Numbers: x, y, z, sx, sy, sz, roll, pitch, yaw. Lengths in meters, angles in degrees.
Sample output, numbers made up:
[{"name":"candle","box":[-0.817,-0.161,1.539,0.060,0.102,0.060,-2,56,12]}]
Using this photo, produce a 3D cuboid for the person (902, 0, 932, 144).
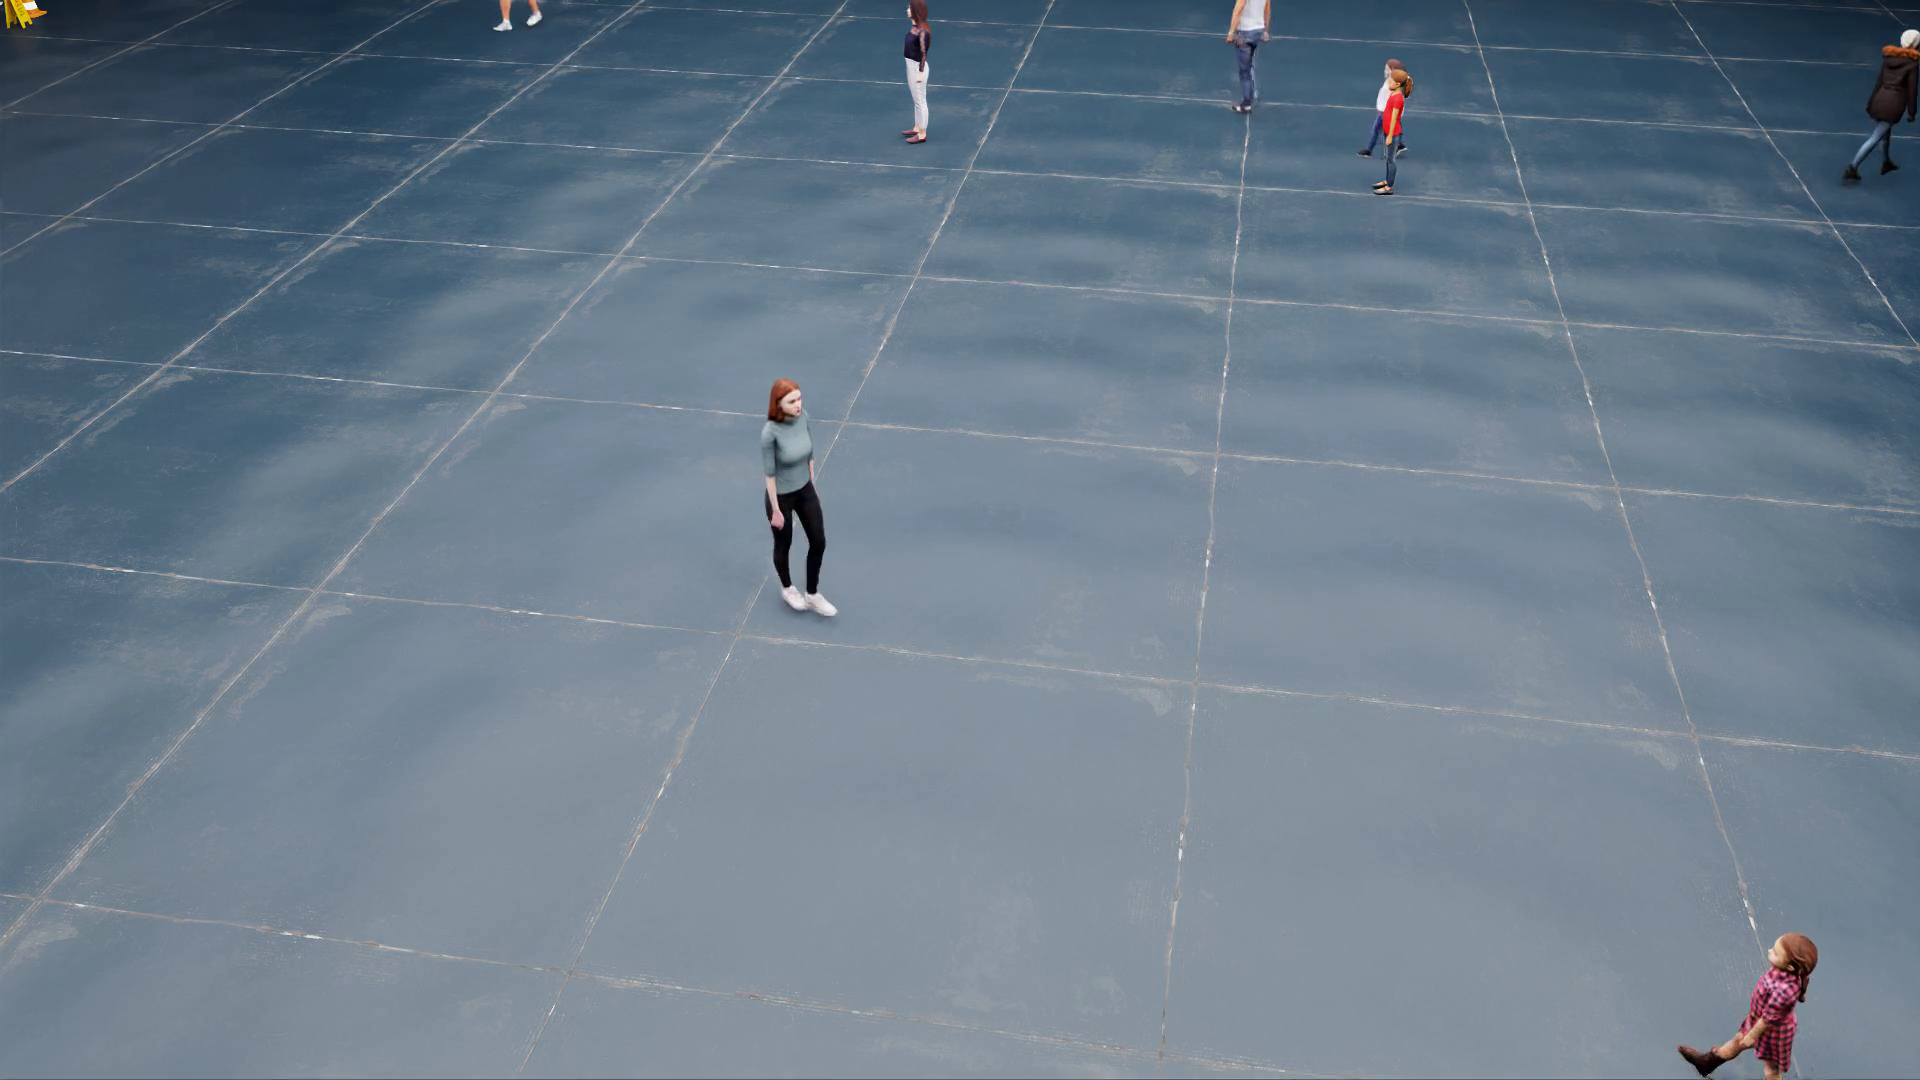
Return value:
[{"name":"person","box":[-0.496,-5.331,18.884,0.654,1.608,0.667,-5,33,-9]}]

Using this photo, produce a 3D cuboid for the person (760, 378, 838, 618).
[{"name":"person","box":[-1.152,-0.294,10.786,0.793,1.729,0.858,-27,41,-36]}]

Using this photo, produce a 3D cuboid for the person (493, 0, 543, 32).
[{"name":"person","box":[-6.089,-7.979,22.874,1.100,1.829,1.016,18,37,27]}]

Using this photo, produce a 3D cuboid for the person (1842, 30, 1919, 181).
[{"name":"person","box":[9.849,-4.595,17.728,1.154,1.596,0.967,-10,34,-16]}]

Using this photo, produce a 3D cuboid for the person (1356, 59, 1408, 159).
[{"name":"person","box":[4.795,-4.791,18.513,0.809,1.090,0.495,2,32,3]}]

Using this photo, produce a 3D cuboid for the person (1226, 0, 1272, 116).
[{"name":"person","box":[3.489,-5.952,19.637,0.764,1.854,0.815,-23,39,-32]}]

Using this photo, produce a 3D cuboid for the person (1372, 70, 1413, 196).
[{"name":"person","box":[4.566,-4.304,17.539,0.504,1.307,0.485,1,32,2]}]

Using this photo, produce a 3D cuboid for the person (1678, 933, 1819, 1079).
[{"name":"person","box":[3.716,2.198,7.512,0.733,1.007,0.565,16,36,24]}]
